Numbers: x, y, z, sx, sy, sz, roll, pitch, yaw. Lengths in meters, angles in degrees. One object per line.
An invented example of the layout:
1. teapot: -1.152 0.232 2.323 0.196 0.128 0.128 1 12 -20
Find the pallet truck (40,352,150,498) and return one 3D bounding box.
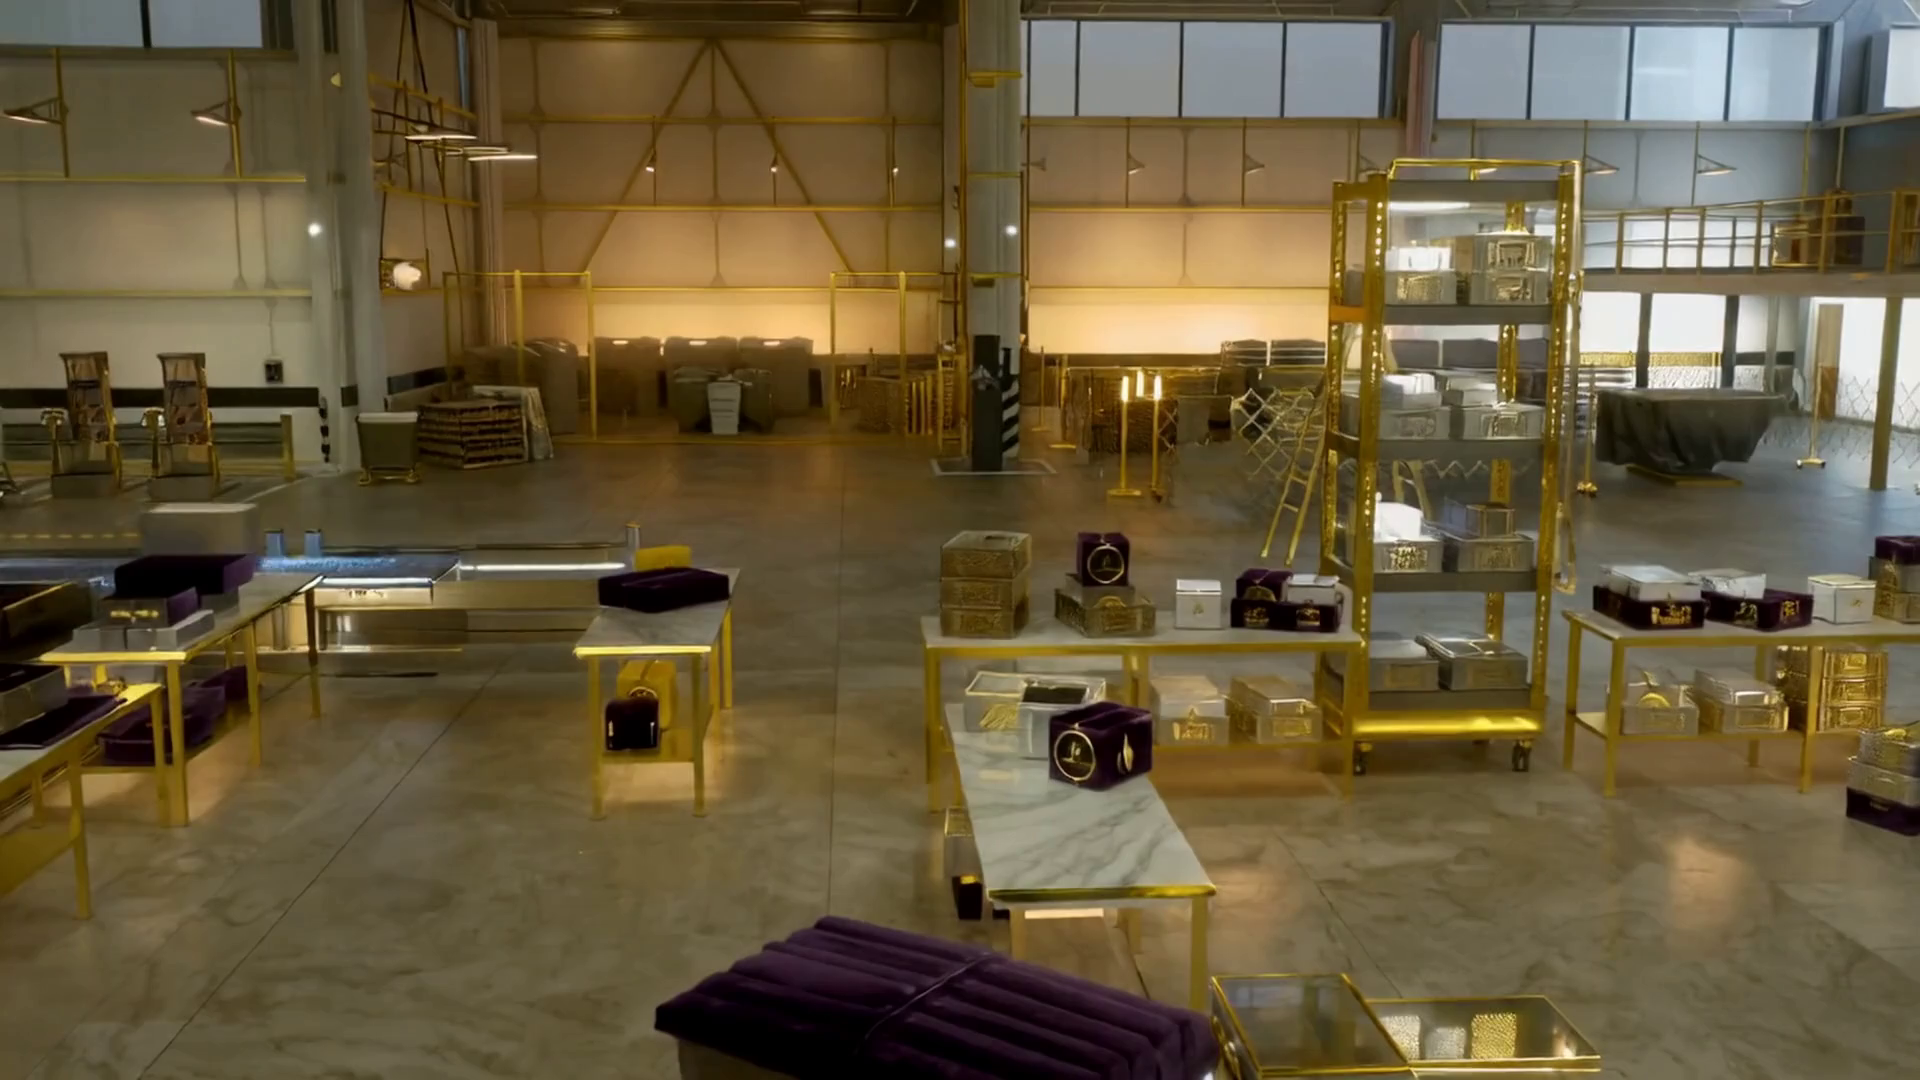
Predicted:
1. pallet truck: -11.907 -1.642 23.165 0.823 1.965 1.885 0 9 0

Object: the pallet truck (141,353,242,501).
1. pallet truck: -10.520 -1.604 22.925 0.823 1.965 1.885 -1 9 -6

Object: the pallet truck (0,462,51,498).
1. pallet truck: -13.193 -1.293 23.148 0.653 1.274 1.630 -1 9 -4
